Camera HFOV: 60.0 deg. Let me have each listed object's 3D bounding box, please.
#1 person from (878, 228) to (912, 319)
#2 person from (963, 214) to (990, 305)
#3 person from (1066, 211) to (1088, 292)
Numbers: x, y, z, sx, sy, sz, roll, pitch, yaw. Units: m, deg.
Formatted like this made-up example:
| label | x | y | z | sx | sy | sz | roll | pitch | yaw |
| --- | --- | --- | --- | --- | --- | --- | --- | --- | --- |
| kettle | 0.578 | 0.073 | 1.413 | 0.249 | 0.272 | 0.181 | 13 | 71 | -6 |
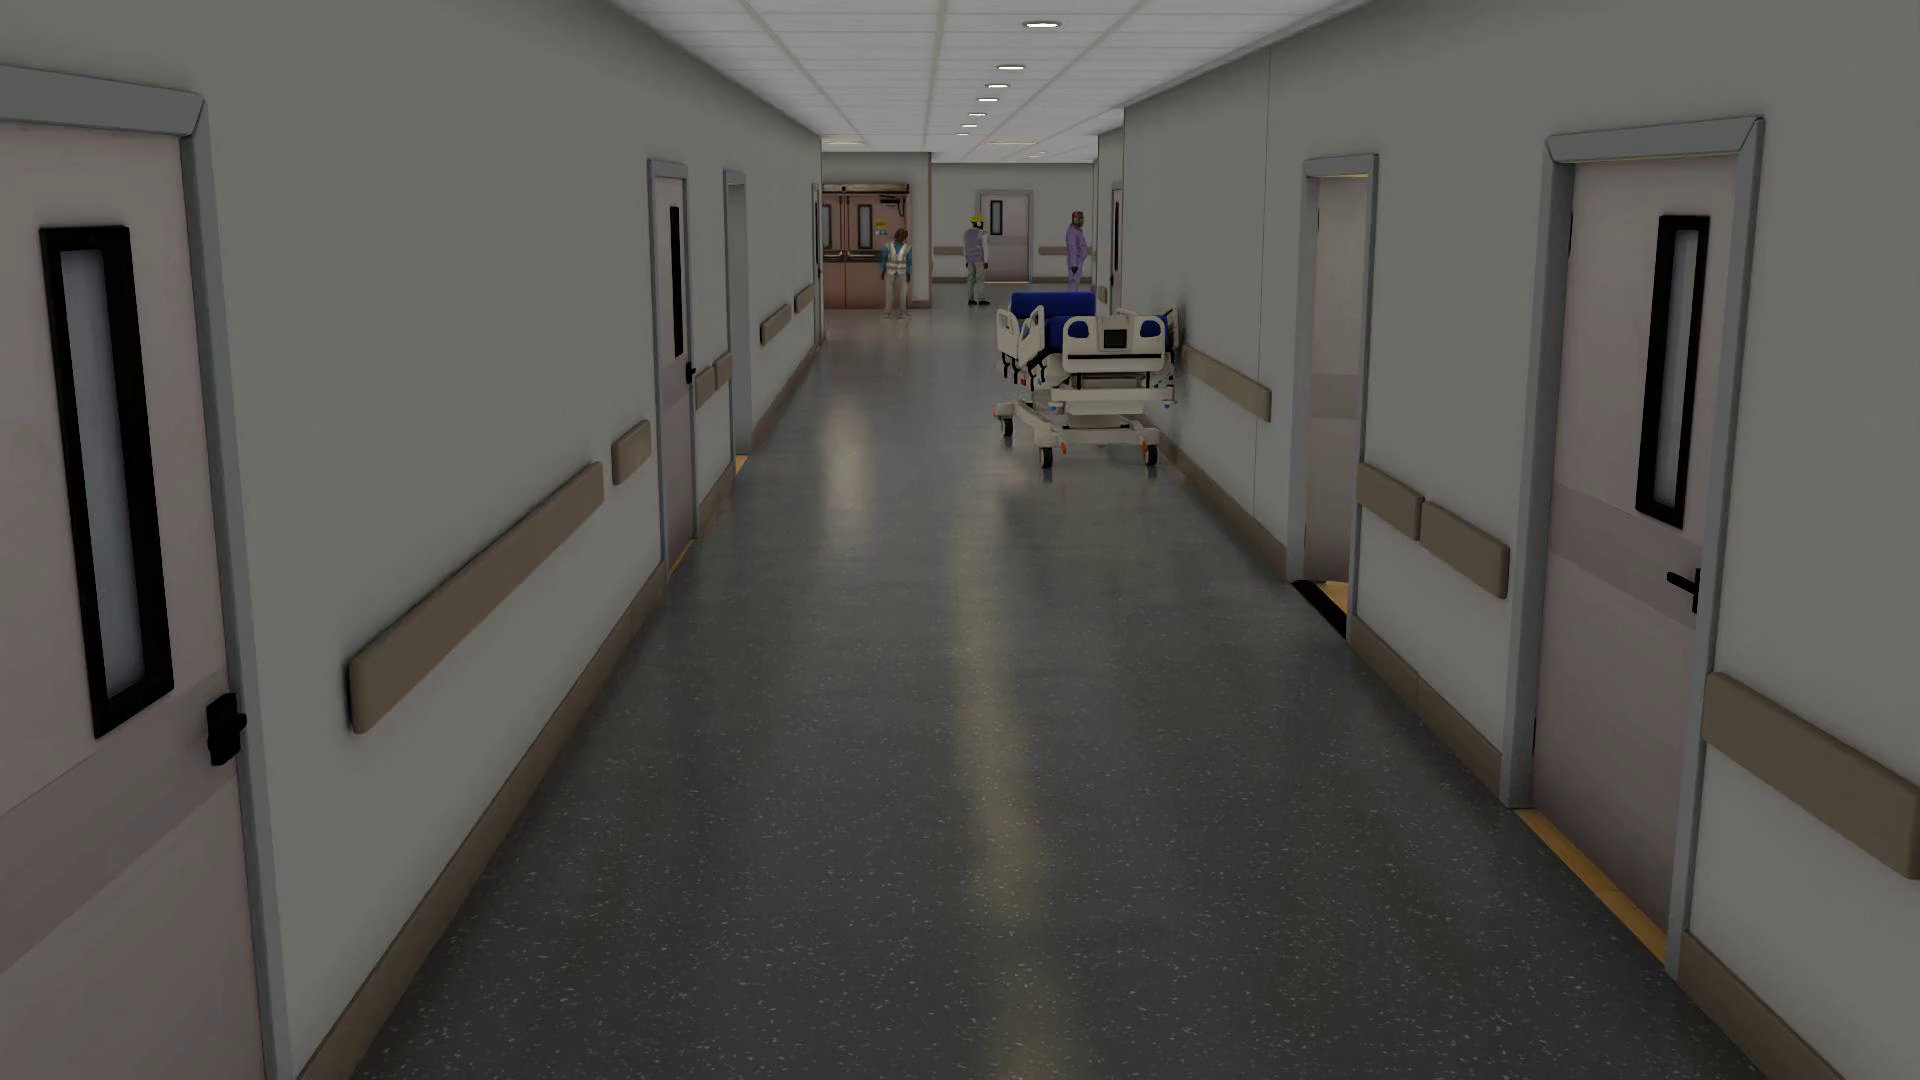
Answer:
| label | x | y | z | sx | sy | sz | roll | pitch | yaw |
| --- | --- | --- | --- | --- | --- | --- | --- | --- | --- |
| person | -1.175 | -4.728 | 29.591 | 0.645 | 1.611 | 0.321 | 0 | 12 | 2 |
| person | 0.346 | -5.653 | 33.559 | 0.592 | 1.829 | 0.404 | 9 | 15 | 38 |
| person | 2.152 | -5.092 | 30.637 | 0.407 | 1.905 | 0.655 | 2 | 12 | 9 |
